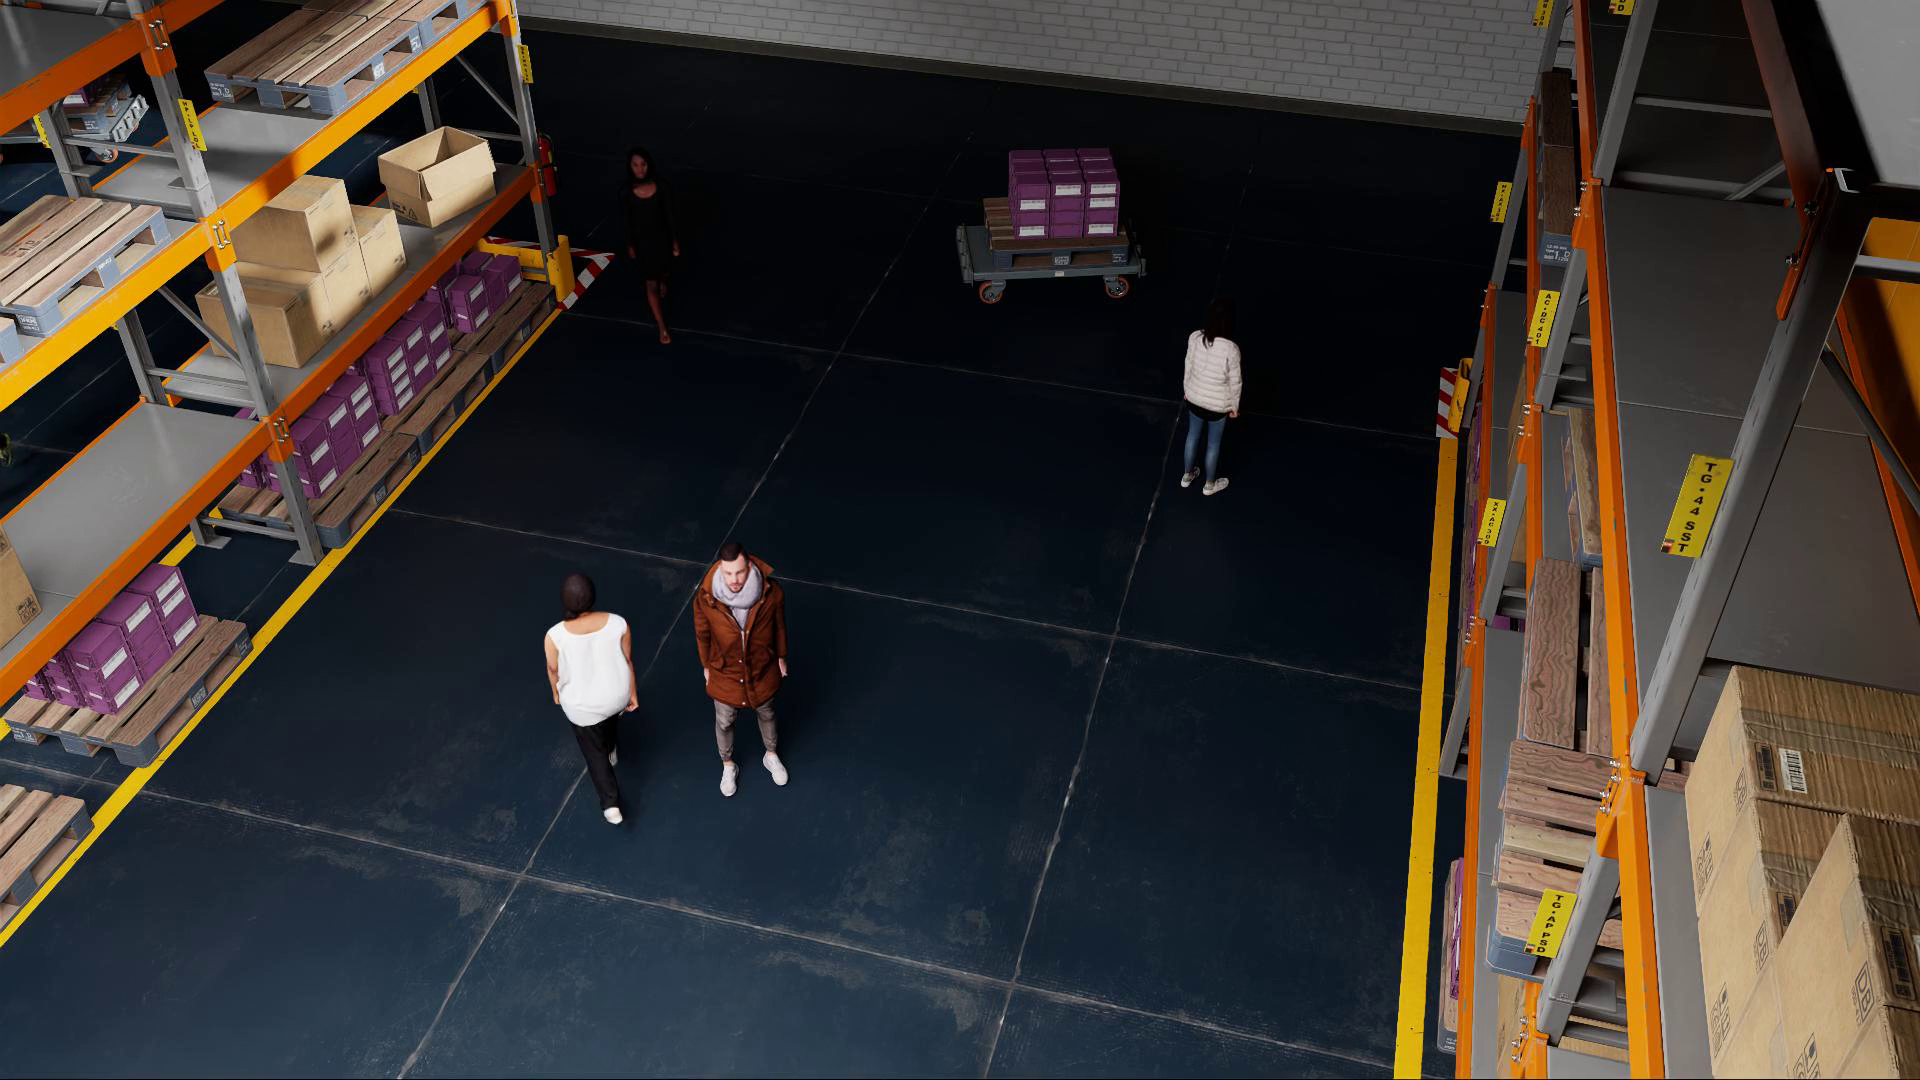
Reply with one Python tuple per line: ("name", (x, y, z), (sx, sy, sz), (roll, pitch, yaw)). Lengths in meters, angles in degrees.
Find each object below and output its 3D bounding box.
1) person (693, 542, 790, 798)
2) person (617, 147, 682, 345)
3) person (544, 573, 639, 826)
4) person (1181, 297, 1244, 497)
("person", (-1.300, 0.756, 9.953), (0.842, 1.839, 0.876), (-10, 40, -12))
("person", (-2.645, -2.590, 14.258), (1.002, 1.695, 1.180), (-11, 40, -14))
("person", (-2.156, 0.946, 9.866), (1.083, 1.652, 1.204), (-16, 41, -19))
("person", (1.867, -1.075, 12.408), (0.697, 1.636, 0.678), (25, 45, 28))
